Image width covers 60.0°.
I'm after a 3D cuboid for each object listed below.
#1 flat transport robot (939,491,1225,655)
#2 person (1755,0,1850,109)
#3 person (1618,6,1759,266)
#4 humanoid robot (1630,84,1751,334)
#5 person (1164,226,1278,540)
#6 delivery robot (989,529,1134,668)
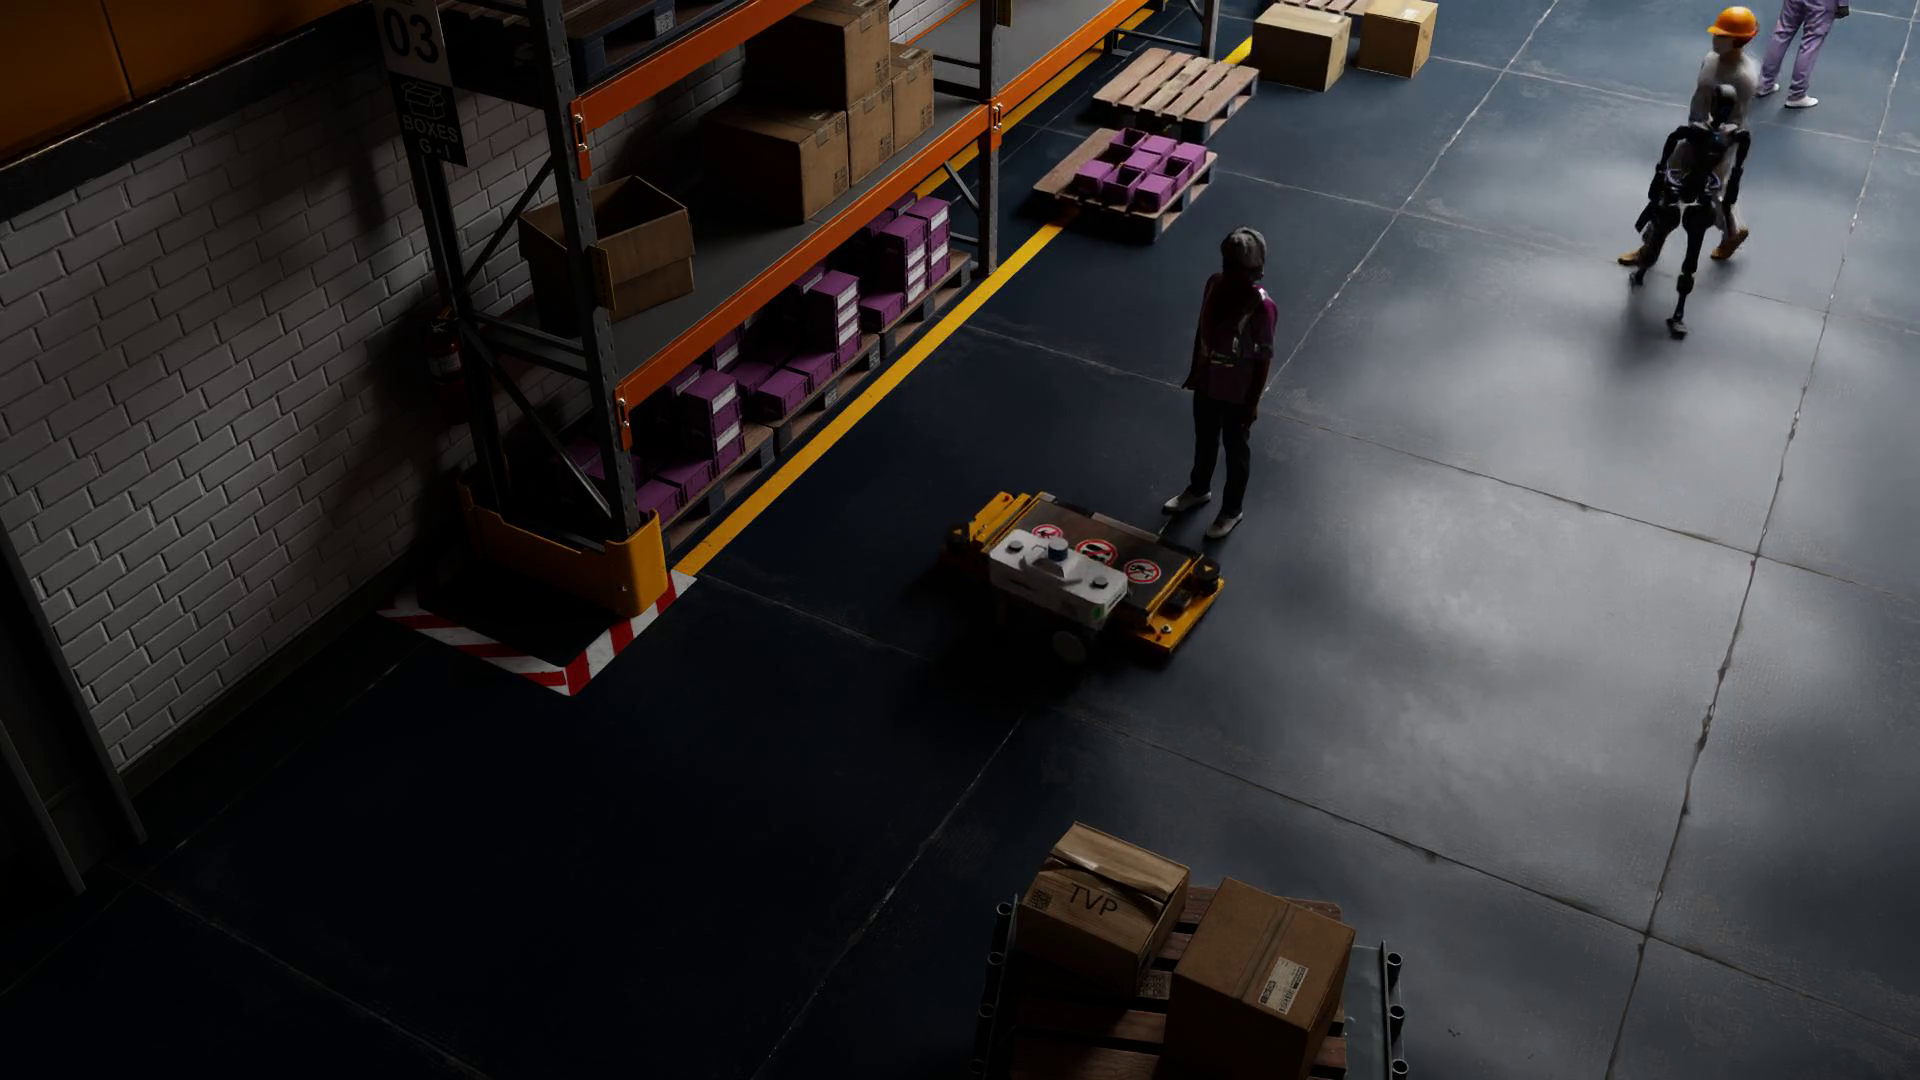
[{"bbox_3d":[0.658,0.130,9.057,1.431,0.231,0.659,22,44,25],"label":"flat transport robot"},{"bbox_3d":[6.970,-4.480,13.511,0.404,1.906,0.646,-21,43,-24],"label":"person"},{"bbox_3d":[5.155,-2.725,11.354,0.840,1.868,0.562,-12,40,-15],"label":"person"},{"bbox_3d":[4.773,-2.214,10.897,0.599,1.625,0.783,3,39,4],"label":"humanoid robot"},{"bbox_3d":[1.430,-0.848,9.018,0.337,1.845,0.518,-26,45,-29],"label":"person"},{"bbox_3d":[0.516,0.258,8.658,0.753,0.581,0.516,23,44,26],"label":"delivery robot"}]
